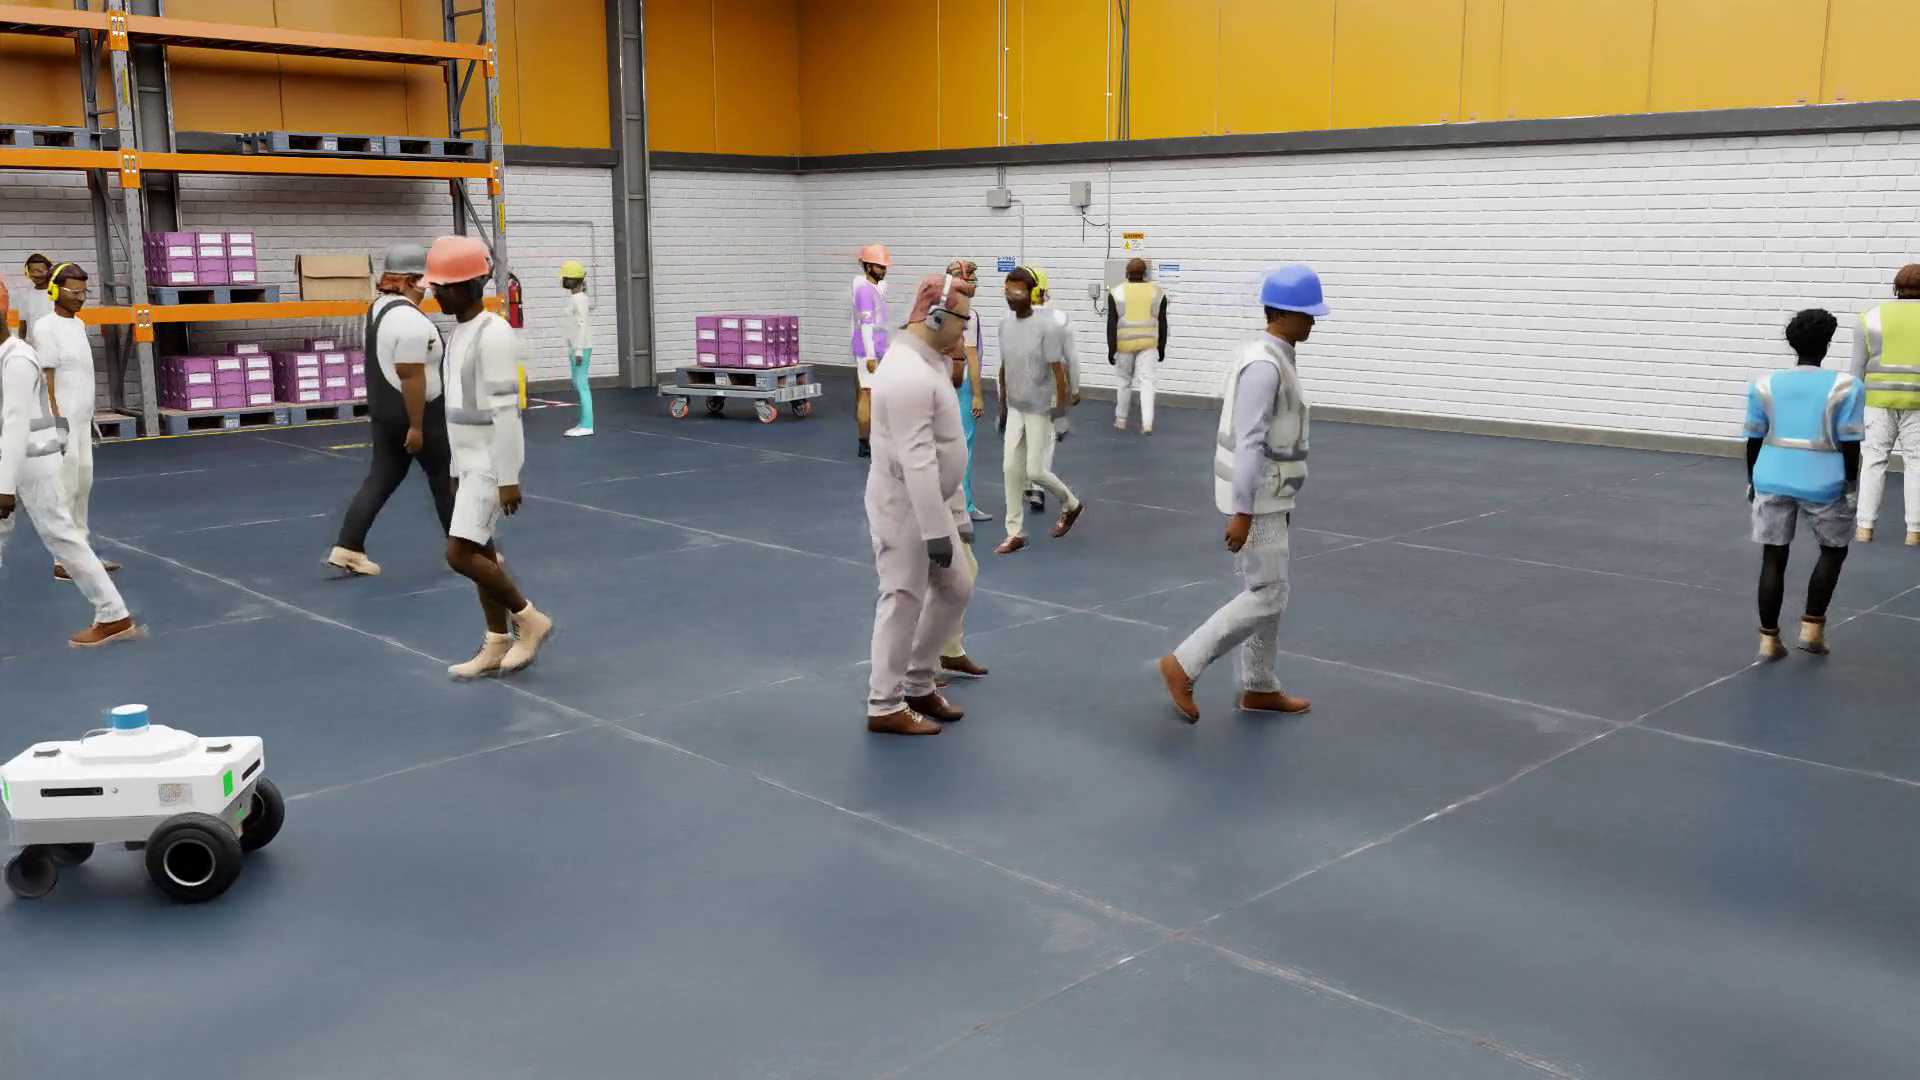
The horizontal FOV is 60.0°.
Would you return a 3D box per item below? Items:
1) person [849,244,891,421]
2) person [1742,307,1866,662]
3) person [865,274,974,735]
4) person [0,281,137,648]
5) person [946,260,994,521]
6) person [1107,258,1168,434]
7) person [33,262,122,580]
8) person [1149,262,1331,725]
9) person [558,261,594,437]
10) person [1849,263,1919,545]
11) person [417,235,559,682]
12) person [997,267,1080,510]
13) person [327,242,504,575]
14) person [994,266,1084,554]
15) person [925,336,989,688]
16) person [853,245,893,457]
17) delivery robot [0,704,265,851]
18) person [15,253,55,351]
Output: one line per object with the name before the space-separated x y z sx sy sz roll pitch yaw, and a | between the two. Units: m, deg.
person | -0.906 -2.258 18.176 0.570 1.919 0.650 10 14 43
person | 3.994 -0.256 7.891 0.549 1.682 0.448 9 14 41
person | -0.152 -0.114 6.626 0.537 1.869 0.673 1 10 6
person | -4.502 -0.326 7.909 1.031 1.826 0.590 -10 14 -43
person | -0.024 -1.050 11.801 0.390 1.846 0.565 -6 12 -29
person | 1.821 -1.999 17.132 0.640 1.797 0.935 0 10 0
person | -5.227 -0.696 9.824 0.323 1.863 0.535 -1 10 -5
person | 1.158 -0.172 6.833 0.613 1.923 0.617 1 10 6
person | -3.866 -1.921 16.800 0.313 1.762 0.552 -4 11 -20
person | 6.187 -0.888 10.938 0.634 1.839 0.429 6 12 31
person | -2.162 -0.337 7.433 0.449 2.021 0.640 -6 12 -32
person | 0.579 -1.129 12.399 0.596 1.791 0.881 3 11 14
person | -3.324 -0.798 9.896 0.998 2.000 0.690 -9 14 -40
person | 0.492 -0.835 10.659 0.576 1.839 0.636 10 14 42
person | -0.046 -0.120 7.366 0.586 1.613 0.499 0 10 -3
person | -0.789 -1.724 15.240 0.376 1.933 0.544 1 10 5
delivery robot | -2.580 0.759 5.206 0.707 0.478 0.477 -1 10 -5
person | -8.328 -1.677 15.200 0.504 1.860 0.320 -2 11 -12
